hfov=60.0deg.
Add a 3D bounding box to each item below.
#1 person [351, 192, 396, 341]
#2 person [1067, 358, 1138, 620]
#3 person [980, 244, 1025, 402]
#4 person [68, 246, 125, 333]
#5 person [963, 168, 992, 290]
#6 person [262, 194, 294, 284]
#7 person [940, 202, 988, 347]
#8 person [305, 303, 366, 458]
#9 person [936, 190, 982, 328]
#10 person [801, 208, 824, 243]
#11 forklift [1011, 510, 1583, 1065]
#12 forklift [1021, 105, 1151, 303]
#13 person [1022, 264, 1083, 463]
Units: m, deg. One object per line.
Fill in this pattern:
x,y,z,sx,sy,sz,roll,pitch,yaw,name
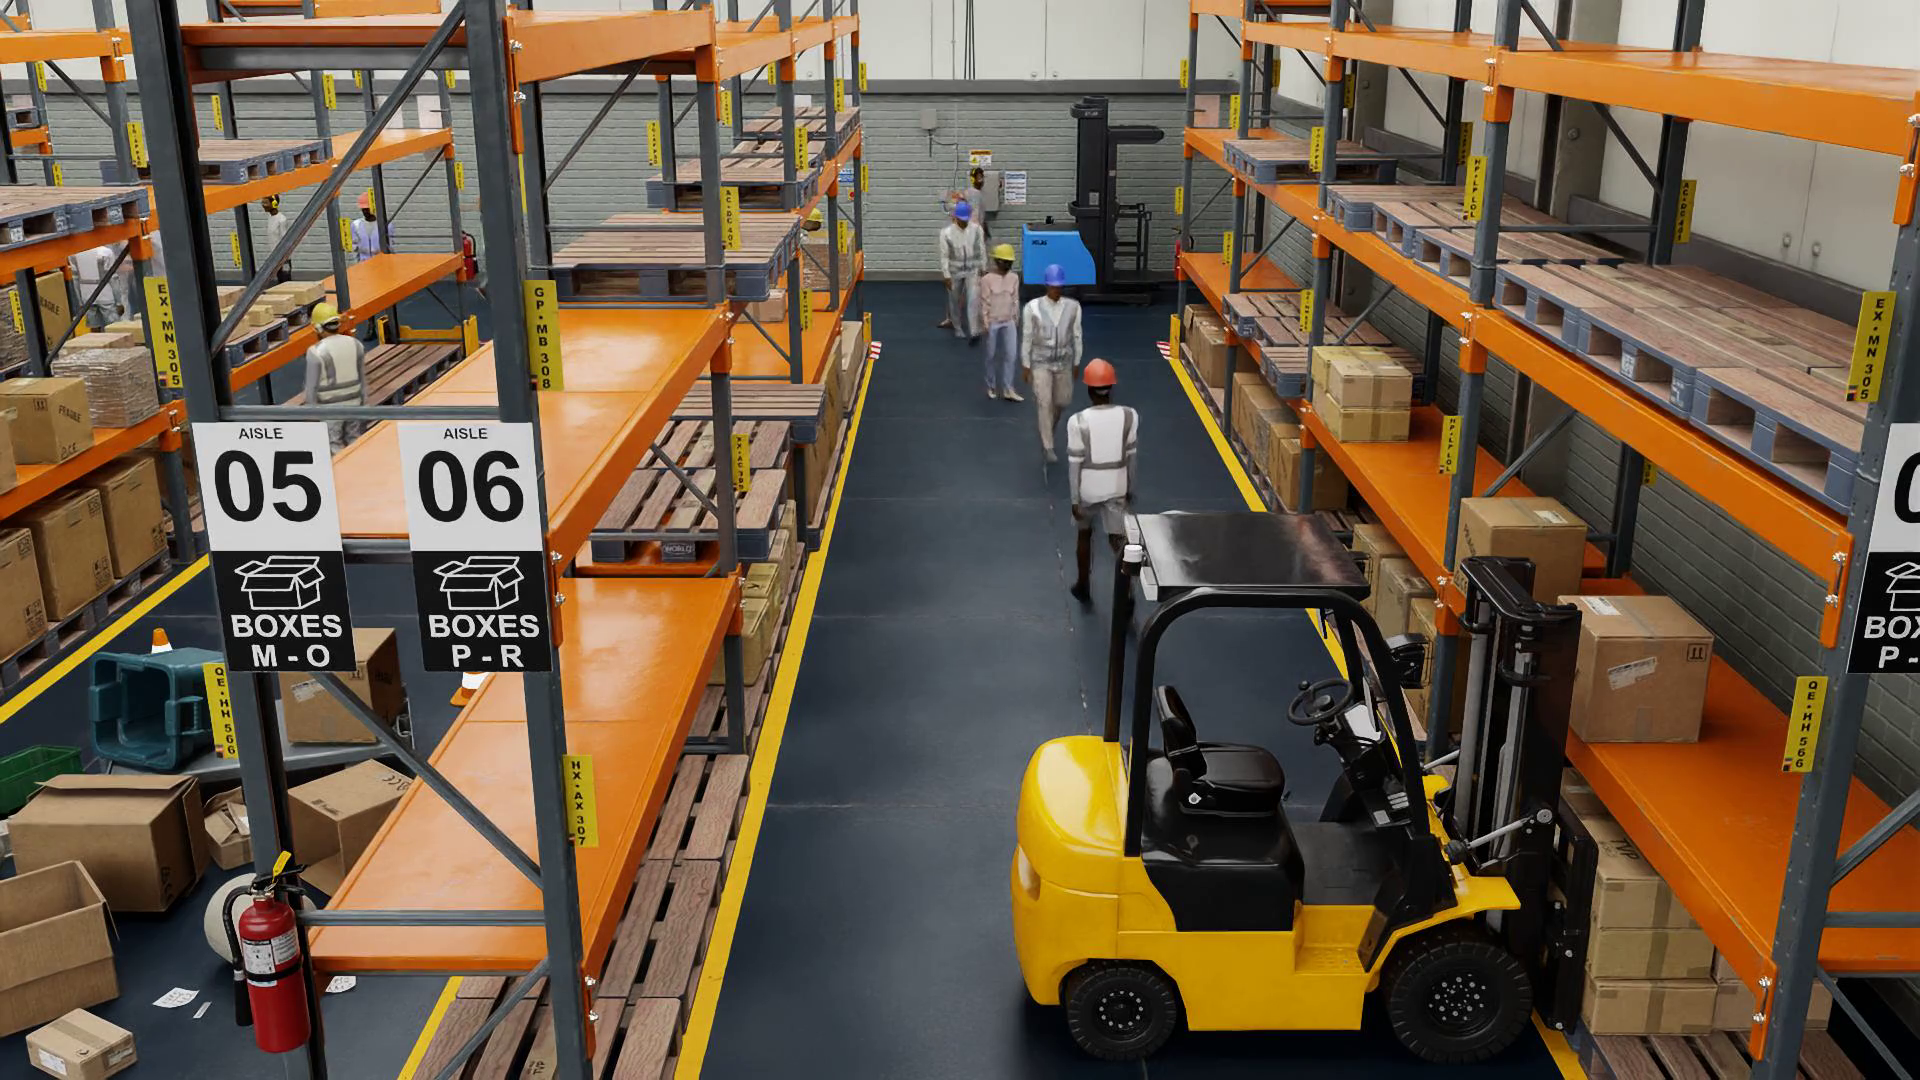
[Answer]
-7.643,-3.564,21.743,0.545,1.939,0.374,-1,18,-3,person
1.053,-0.364,12.135,0.547,1.909,0.865,-3,19,-10,person
0.451,-2.417,18.584,0.567,1.743,0.568,-9,20,-25,person
-10.112,-2.836,19.565,0.543,1.929,0.387,1,18,3,person
0.275,-4.757,25.496,0.368,1.859,0.559,12,22,33,person
-9.223,-3.804,22.602,0.325,1.861,0.509,-15,24,-38,person
0.060,-3.458,21.554,0.625,1.859,1.062,-3,18,-8,person
-5.532,-1.191,14.759,0.403,1.820,0.594,10,21,27,person
0.075,-3.864,22.799,0.875,1.868,0.675,-4,19,-11,person
-1.919,-3.474,21.799,0.320,1.731,0.489,-1,18,-2,person
1.387,1.055,7.378,2.313,2.155,1.214,0,18,0,forklift
1.857,-4.944,24.441,1.873,2.768,1.129,0,18,0,forklift
0.887,-1.760,16.306,0.616,1.932,0.656,-4,19,-11,person
